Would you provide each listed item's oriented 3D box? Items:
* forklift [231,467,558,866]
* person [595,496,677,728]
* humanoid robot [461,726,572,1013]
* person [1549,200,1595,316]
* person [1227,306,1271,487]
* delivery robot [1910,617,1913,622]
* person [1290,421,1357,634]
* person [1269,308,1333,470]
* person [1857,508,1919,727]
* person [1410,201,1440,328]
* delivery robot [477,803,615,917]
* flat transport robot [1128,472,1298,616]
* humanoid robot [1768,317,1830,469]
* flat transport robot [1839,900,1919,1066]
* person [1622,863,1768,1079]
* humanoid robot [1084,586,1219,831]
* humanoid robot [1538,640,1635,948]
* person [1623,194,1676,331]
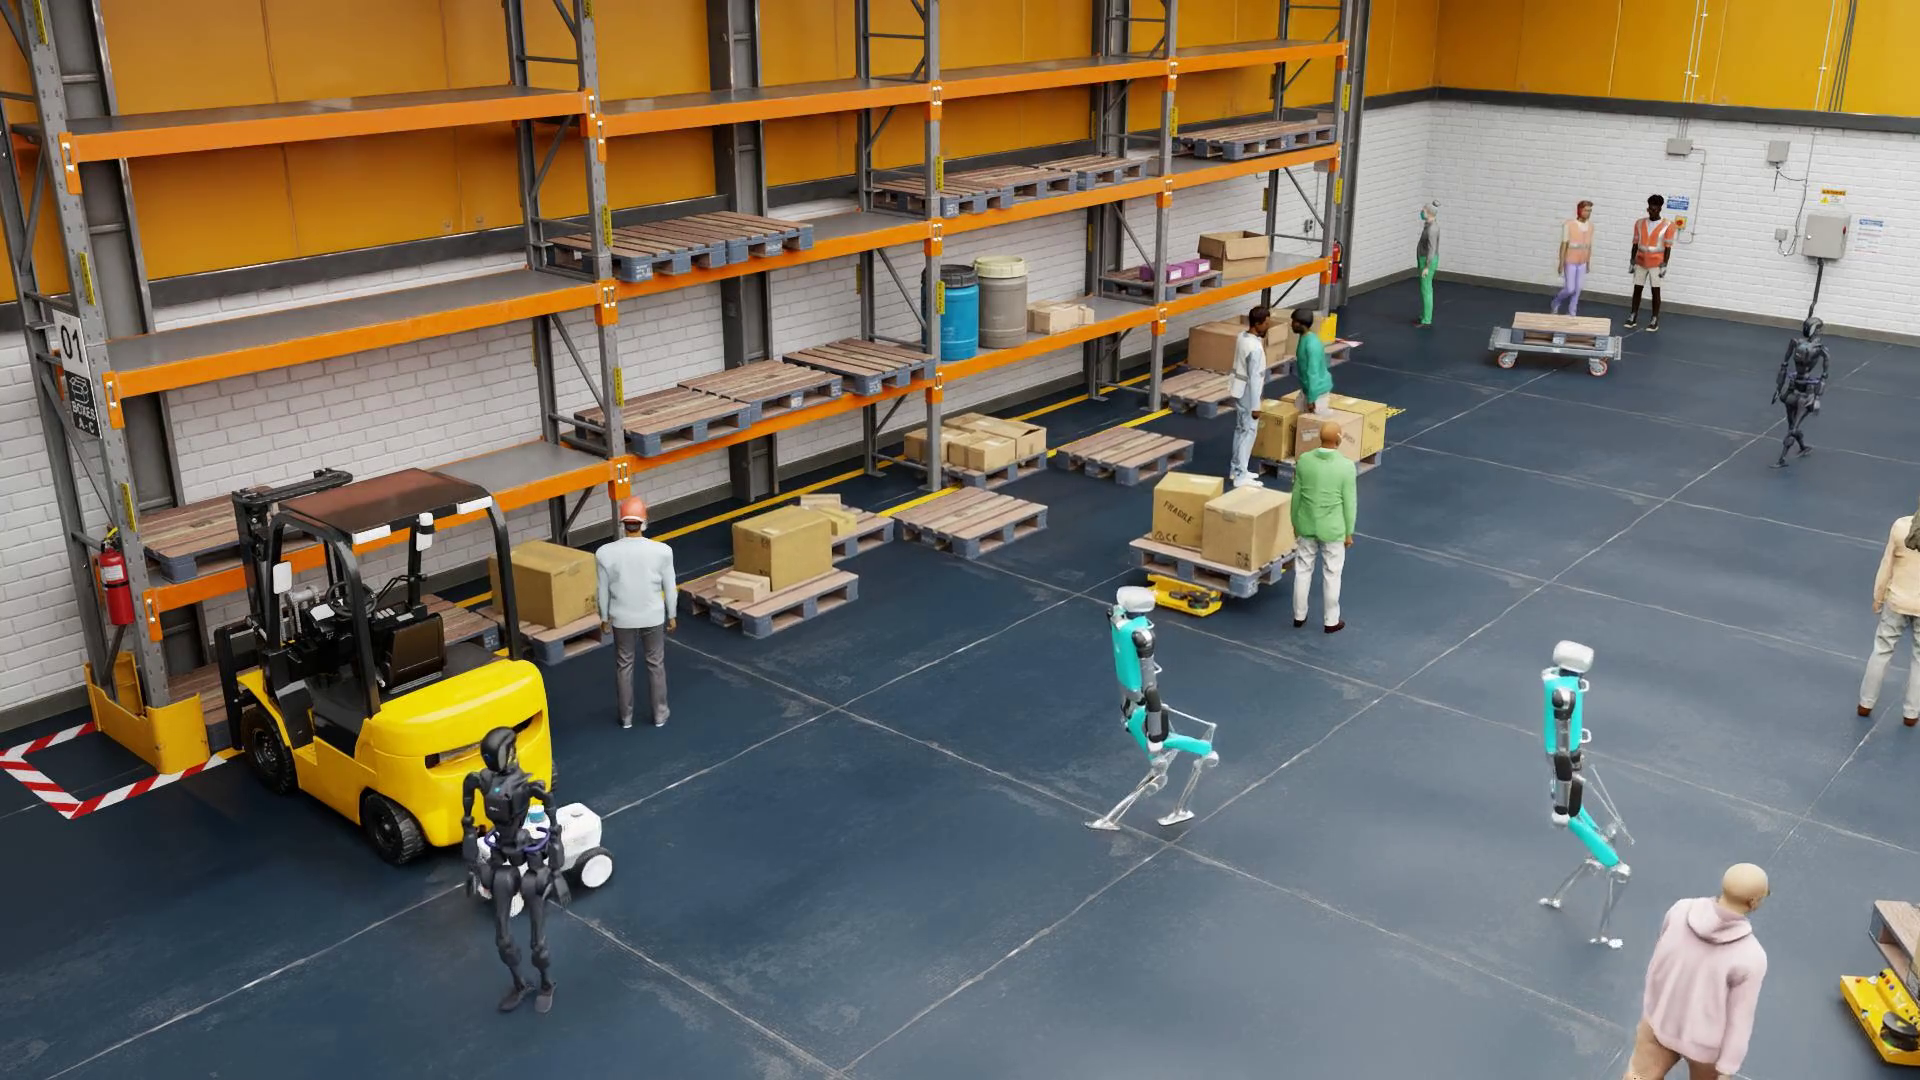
[{"bbox_3d":[-3.730,0.710,10.856,2.313,2.155,1.214,17,26,38],"label":"forklift"},{"bbox_3d":[-2.326,0.523,12.007,0.572,1.742,0.352,-3,21,-9],"label":"person"},{"bbox_3d":[-2.343,1.739,8.814,0.616,1.655,0.313,4,21,12],"label":"humanoid robot"},{"bbox_3d":[8.934,-4.030,24.205,0.589,1.833,0.464,-9,22,-24],"label":"person"},{"bbox_3d":[2.978,-1.483,17.209,0.398,1.907,0.600,-1,20,-3],"label":"person"},{"bbox_3d":[8.297,0.480,13.831,0.781,0.591,0.499,-9,22,-22],"label":"delivery robot"},{"bbox_3d":[2.974,-0.106,13.652,0.539,1.782,0.386,12,23,30],"label":"person"},{"bbox_3d":[3.694,-1.551,17.543,0.649,1.813,0.501,-1,20,-3],"label":"person"},{"bbox_3d":[6.907,0.458,12.010,0.568,1.864,0.393,13,24,32],"label":"person"},{"bbox_3d":[6.777,-4.010,24.147,0.325,1.839,0.524,5,21,14],"label":"person"},{"bbox_3d":[-2.508,1.880,10.056,0.782,0.603,0.499,-17,26,-39],"label":"delivery robot"},{"bbox_3d":[2.249,0.323,14.677,0.659,0.231,1.431,16,26,37],"label":"flat transport robot"},{"bbox_3d":[9.100,-1.603,17.934,0.769,1.639,0.595,-10,22,-25],"label":"humanoid robot"},{"bbox_3d":[5.491,2.520,8.722,1.431,0.231,0.659,2,20,7],"label":"flat transport robot"},{"bbox_3d":[3.189,2.229,7.401,0.842,1.747,0.564,-13,24,-31],"label":"person"},{"bbox_3d":[1.276,1.104,10.443,0.942,1.756,0.535,-6,21,-16],"label":"humanoid robot"},{"bbox_3d":[3.663,1.460,9.528,0.806,1.807,0.540,6,21,15],"label":"humanoid robot"},{"bbox_3d":[9.931,-3.997,23.959,0.379,1.958,0.597,-19,27,-41],"label":"person"}]
